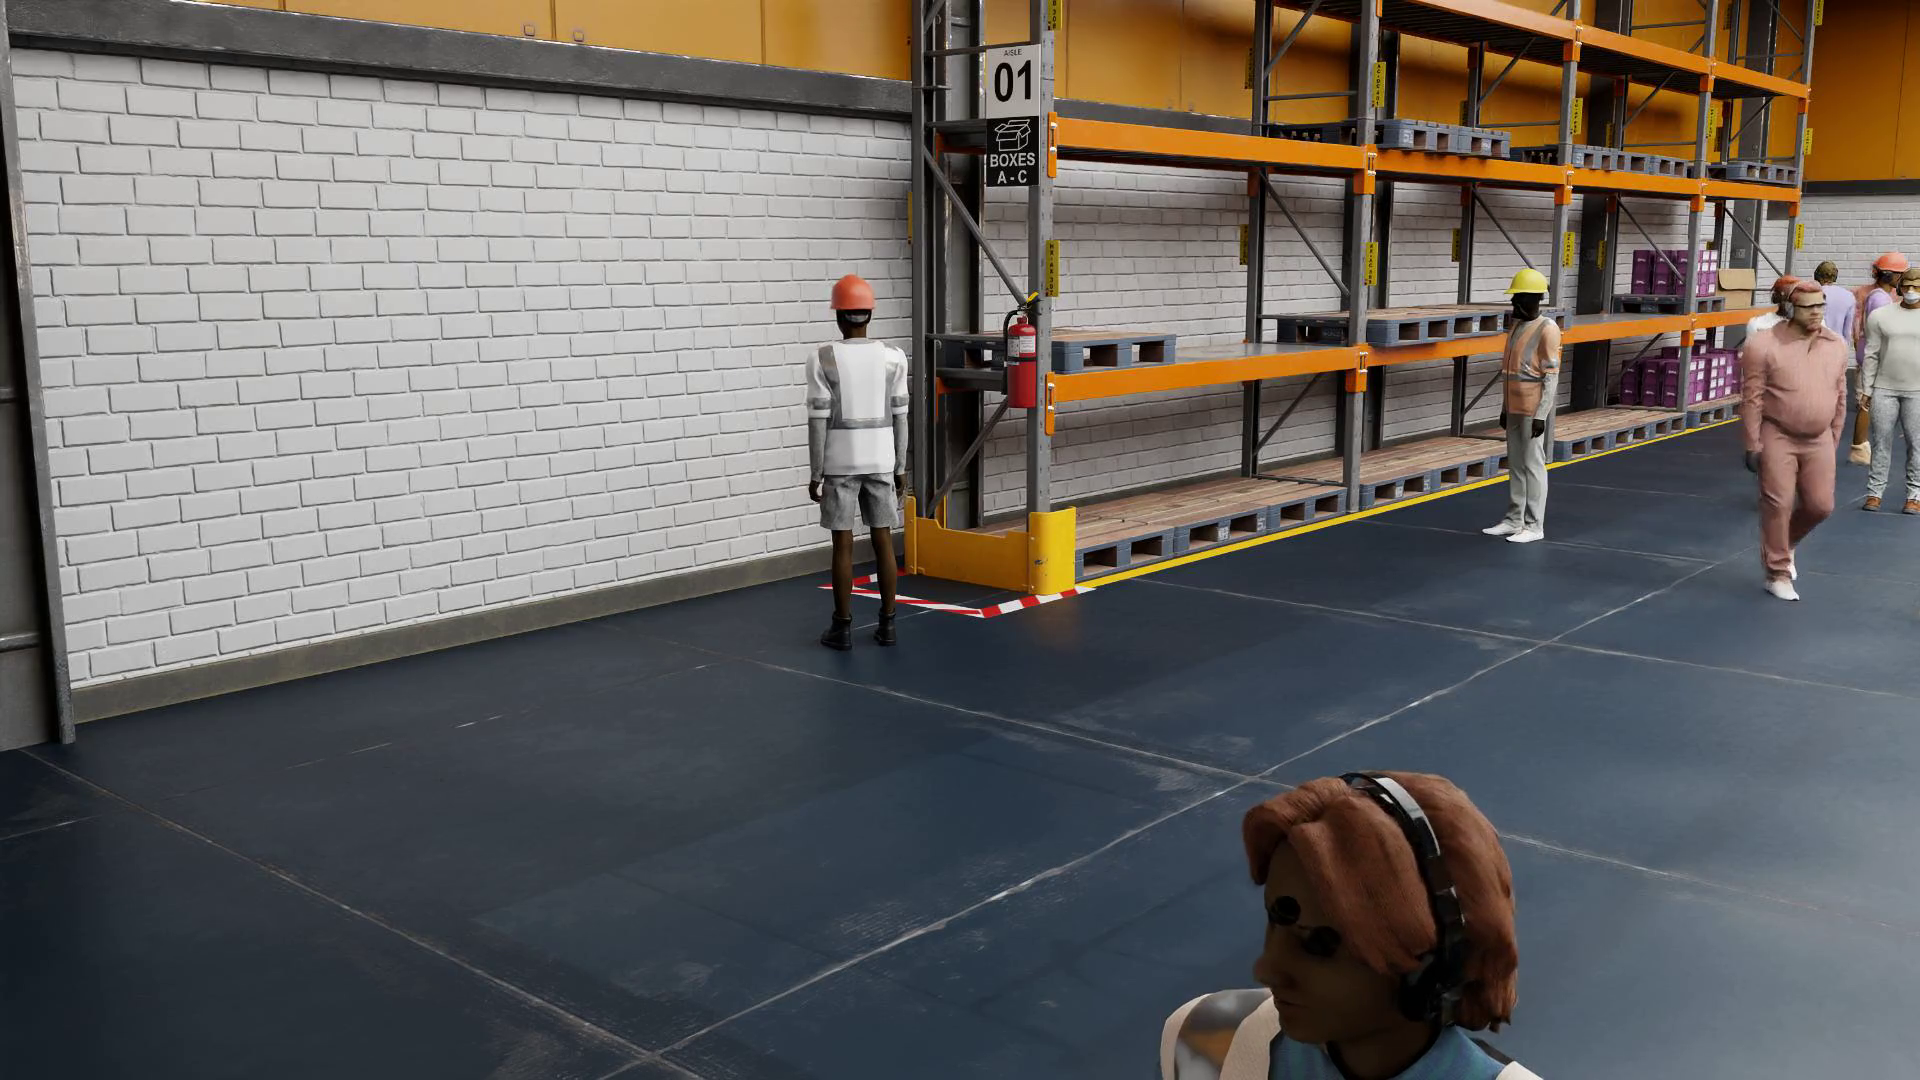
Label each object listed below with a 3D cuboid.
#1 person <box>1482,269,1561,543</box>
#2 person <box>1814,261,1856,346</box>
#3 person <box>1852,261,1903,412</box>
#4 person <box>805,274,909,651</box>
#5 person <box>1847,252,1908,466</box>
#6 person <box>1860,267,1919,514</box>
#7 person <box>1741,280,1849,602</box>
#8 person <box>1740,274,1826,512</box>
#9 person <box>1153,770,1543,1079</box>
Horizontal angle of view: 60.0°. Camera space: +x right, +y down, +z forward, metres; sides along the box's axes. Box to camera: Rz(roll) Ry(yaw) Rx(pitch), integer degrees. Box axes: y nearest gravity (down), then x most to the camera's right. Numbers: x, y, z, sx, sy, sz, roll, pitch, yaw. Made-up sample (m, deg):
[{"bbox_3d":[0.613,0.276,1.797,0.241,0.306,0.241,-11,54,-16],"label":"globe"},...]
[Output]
[{"bbox_3d":[3.995,-0.944,11.773,0.370,1.929,0.585,-2,10,-9],"label":"person"},{"bbox_3d":[9.205,-2.005,17.787,0.627,1.941,0.374,-1,10,-6],"label":"person"},{"bbox_3d":[11.424,-2.510,20.659,0.635,1.936,1.012,2,10,11],"label":"person"},{"bbox_3d":[-0.535,-0.393,8.605,0.543,1.941,0.352,-3,11,-19],"label":"person"},{"bbox_3d":[8.773,-1.713,15.855,0.406,2.037,0.611,6,12,31],"label":"person"},{"bbox_3d":[7.406,-1.165,13.049,0.622,1.932,0.367,9,13,41],"label":"person"},{"bbox_3d":[4.944,-0.595,9.909,0.638,1.891,0.517,0,10,-1],"label":"person"},{"bbox_3d":[6.461,-1.146,13.089,0.609,1.869,0.459,3,10,17],"label":"person"},{"bbox_3d":[0.369,0.998,1.549,0.523,1.636,0.310,9,13,42],"label":"person"}]
